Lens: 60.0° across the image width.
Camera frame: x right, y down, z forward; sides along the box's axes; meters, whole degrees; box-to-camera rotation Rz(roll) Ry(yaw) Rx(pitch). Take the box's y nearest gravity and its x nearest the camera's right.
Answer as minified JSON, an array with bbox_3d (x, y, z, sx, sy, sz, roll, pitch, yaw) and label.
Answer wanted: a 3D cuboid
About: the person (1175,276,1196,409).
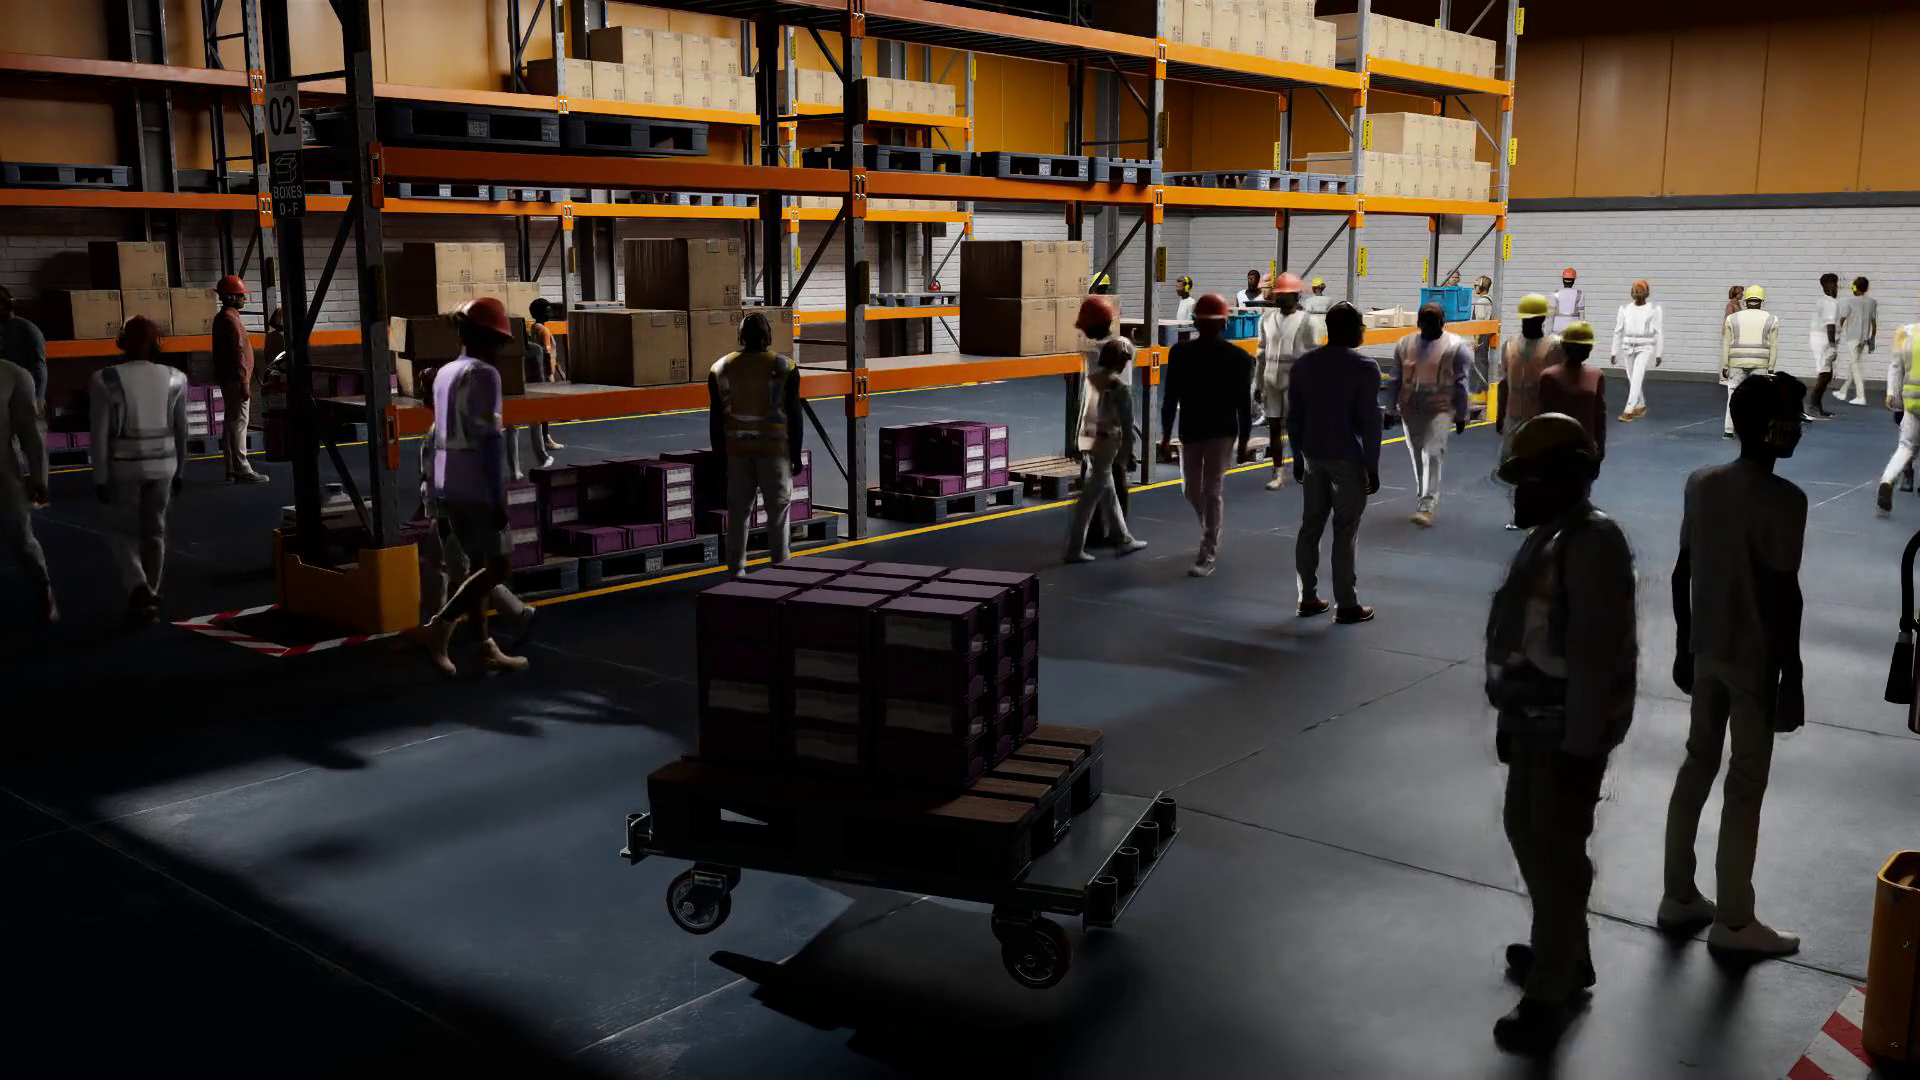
[{"bbox_3d":[3.156,-2.772,23.399,0.331,1.864,0.513,-1,10,-7],"label":"person"}]

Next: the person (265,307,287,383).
[{"bbox_3d":[-7.269,-1.684,17.888,0.495,1.626,0.285,6,12,32],"label":"person"}]

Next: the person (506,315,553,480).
[{"bbox_3d":[-4.312,-1.418,16.428,0.530,1.587,0.831,1,10,5],"label":"person"}]

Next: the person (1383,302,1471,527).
[{"bbox_3d":[3.751,-1.018,13.552,0.640,1.810,0.827,9,13,40],"label":"person"}]

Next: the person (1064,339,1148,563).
[{"bbox_3d":[1.081,-0.638,11.959,0.803,1.593,0.524,-5,11,-25],"label":"person"}]

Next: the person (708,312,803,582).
[{"bbox_3d":[-1.334,-0.575,10.980,0.627,1.837,0.428,2,10,10],"label":"person"}]

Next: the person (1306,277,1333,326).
[{"bbox_3d":[6.020,-3.534,28.010,0.525,1.770,0.306,-4,11,-23],"label":"person"}]

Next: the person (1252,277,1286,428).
[{"bbox_3d":[3.907,-2.356,20.942,0.403,1.900,0.647,-5,11,-28],"label":"person"}]

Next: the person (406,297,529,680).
[{"bbox_3d":[-2.555,-0.249,8.625,0.662,2.003,0.681,-9,13,-40],"label":"person"}]

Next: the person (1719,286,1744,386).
[{"bbox_3d":[12.706,-3.362,27.388,0.315,1.641,0.514,7,12,35],"label":"person"}]

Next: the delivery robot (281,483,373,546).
[{"bbox_3d":[-4.502,-0.165,12.008,0.477,0.478,0.707,9,14,42],"label":"delivery robot"}]

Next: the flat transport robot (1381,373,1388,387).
[{"bbox_3d":[6.510,-2.542,26.618,1.431,0.197,0.652,-9,13,-41],"label":"flat transport robot"}]

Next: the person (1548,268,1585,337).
[{"bbox_3d":[9.756,-3.405,26.788,0.551,1.935,0.371,3,10,17],"label":"person"}]

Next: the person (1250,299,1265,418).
[{"bbox_3d":[4.073,-2.558,22.055,0.525,1.908,0.643,2,10,12],"label":"person"}]

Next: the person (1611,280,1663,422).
[{"bbox_3d":[8.920,-2.493,21.892,0.595,1.842,0.990,10,14,44],"label":"person"}]

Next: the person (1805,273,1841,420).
[{"bbox_3d":[11.386,-2.535,21.916,0.370,1.941,0.633,4,11,19],"label":"person"}]

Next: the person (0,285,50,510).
[{"bbox_3d":[-8.164,-1.219,14.340,0.635,1.936,0.355,3,10,14],"label":"person"}]

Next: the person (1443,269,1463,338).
[{"bbox_3d":[8.245,-3.593,27.957,0.643,1.905,0.400,-4,11,-22],"label":"person"}]

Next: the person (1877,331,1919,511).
[{"bbox_3d":[8.130,-1.090,14.009,0.745,1.814,0.643,-6,12,-31],"label":"person"}]

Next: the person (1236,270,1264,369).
[{"bbox_3d":[4.546,-3.230,25.847,0.592,1.920,0.392,5,11,28],"label":"person"}]

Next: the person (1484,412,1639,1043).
[{"bbox_3d":[1.721,0.537,4.813,0.421,1.782,0.671,1,10,3],"label":"person"}]

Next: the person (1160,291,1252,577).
[{"bbox_3d":[1.764,-0.766,11.700,0.612,1.965,0.877,6,11,29],"label":"person"}]

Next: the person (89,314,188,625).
[{"bbox_3d":[-4.867,-0.409,9.930,0.456,1.866,0.581,10,14,44],"label":"person"}]

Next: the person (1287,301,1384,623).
[{"bbox_3d":[2.270,-0.467,10.062,0.354,1.936,0.635,-9,13,-42],"label":"person"}]

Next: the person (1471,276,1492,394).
[{"bbox_3d":[7.683,-2.961,24.525,0.345,1.846,0.506,6,12,32],"label":"person"}]

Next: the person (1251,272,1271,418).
[{"bbox_3d":[4.083,-2.548,21.908,0.367,1.935,0.548,-3,10,-18],"label":"person"}]

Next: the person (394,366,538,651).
[{"bbox_3d":[-2.784,-0.164,9.269,0.743,1.614,0.530,-2,10,-12],"label":"person"}]

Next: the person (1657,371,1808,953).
[{"bbox_3d":[2.517,0.391,5.373,0.309,1.868,0.534,-3,10,-17],"label":"person"}]

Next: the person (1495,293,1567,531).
[{"bbox_3d":[4.580,-1.026,13.326,0.555,1.901,0.606,-10,14,-43],"label":"person"}]

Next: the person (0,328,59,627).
[{"bbox_3d":[-5.651,-0.359,9.564,0.722,1.918,0.648,-5,11,-25],"label":"person"}]

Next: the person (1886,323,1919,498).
[{"bbox_3d":[8.748,-1.330,15.118,0.558,1.888,0.952,6,12,32],"label":"person"}]

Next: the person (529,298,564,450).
[{"bbox_3d":[-4.681,-1.852,18.633,0.319,1.697,0.533,-7,12,-34],"label":"person"}]

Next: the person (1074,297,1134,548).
[{"bbox_3d":[1.106,-0.864,12.500,0.575,1.898,0.340,-10,14,-44],"label":"person"}]

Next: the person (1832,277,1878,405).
[{"bbox_3d":[13.009,-2.911,24.287,0.536,1.823,0.919,-2,10,-9],"label":"person"}]

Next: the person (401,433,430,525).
[{"bbox_3d":[-4.102,-0.921,13.451,0.821,1.676,0.527,0,10,2],"label":"person"}]

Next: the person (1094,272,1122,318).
[{"bbox_3d":[1.914,-2.663,22.582,0.590,1.930,0.359,8,13,37],"label":"person"}]

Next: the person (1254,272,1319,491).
[{"bbox_3d":[3.073,-1.482,15.556,0.604,2.032,0.575,8,13,37],"label":"person"}]

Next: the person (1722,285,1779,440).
[{"bbox_3d":[9.270,-2.072,19.542,0.589,1.823,0.404,5,11,24],"label":"person"}]

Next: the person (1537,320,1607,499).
[{"bbox_3d":[4.392,-0.711,12.006,0.539,1.747,0.729,-2,10,-12],"label":"person"}]

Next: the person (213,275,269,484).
[{"bbox_3d":[-6.947,-1.534,15.973,0.382,1.995,0.612,-7,12,-36],"label":"person"}]
